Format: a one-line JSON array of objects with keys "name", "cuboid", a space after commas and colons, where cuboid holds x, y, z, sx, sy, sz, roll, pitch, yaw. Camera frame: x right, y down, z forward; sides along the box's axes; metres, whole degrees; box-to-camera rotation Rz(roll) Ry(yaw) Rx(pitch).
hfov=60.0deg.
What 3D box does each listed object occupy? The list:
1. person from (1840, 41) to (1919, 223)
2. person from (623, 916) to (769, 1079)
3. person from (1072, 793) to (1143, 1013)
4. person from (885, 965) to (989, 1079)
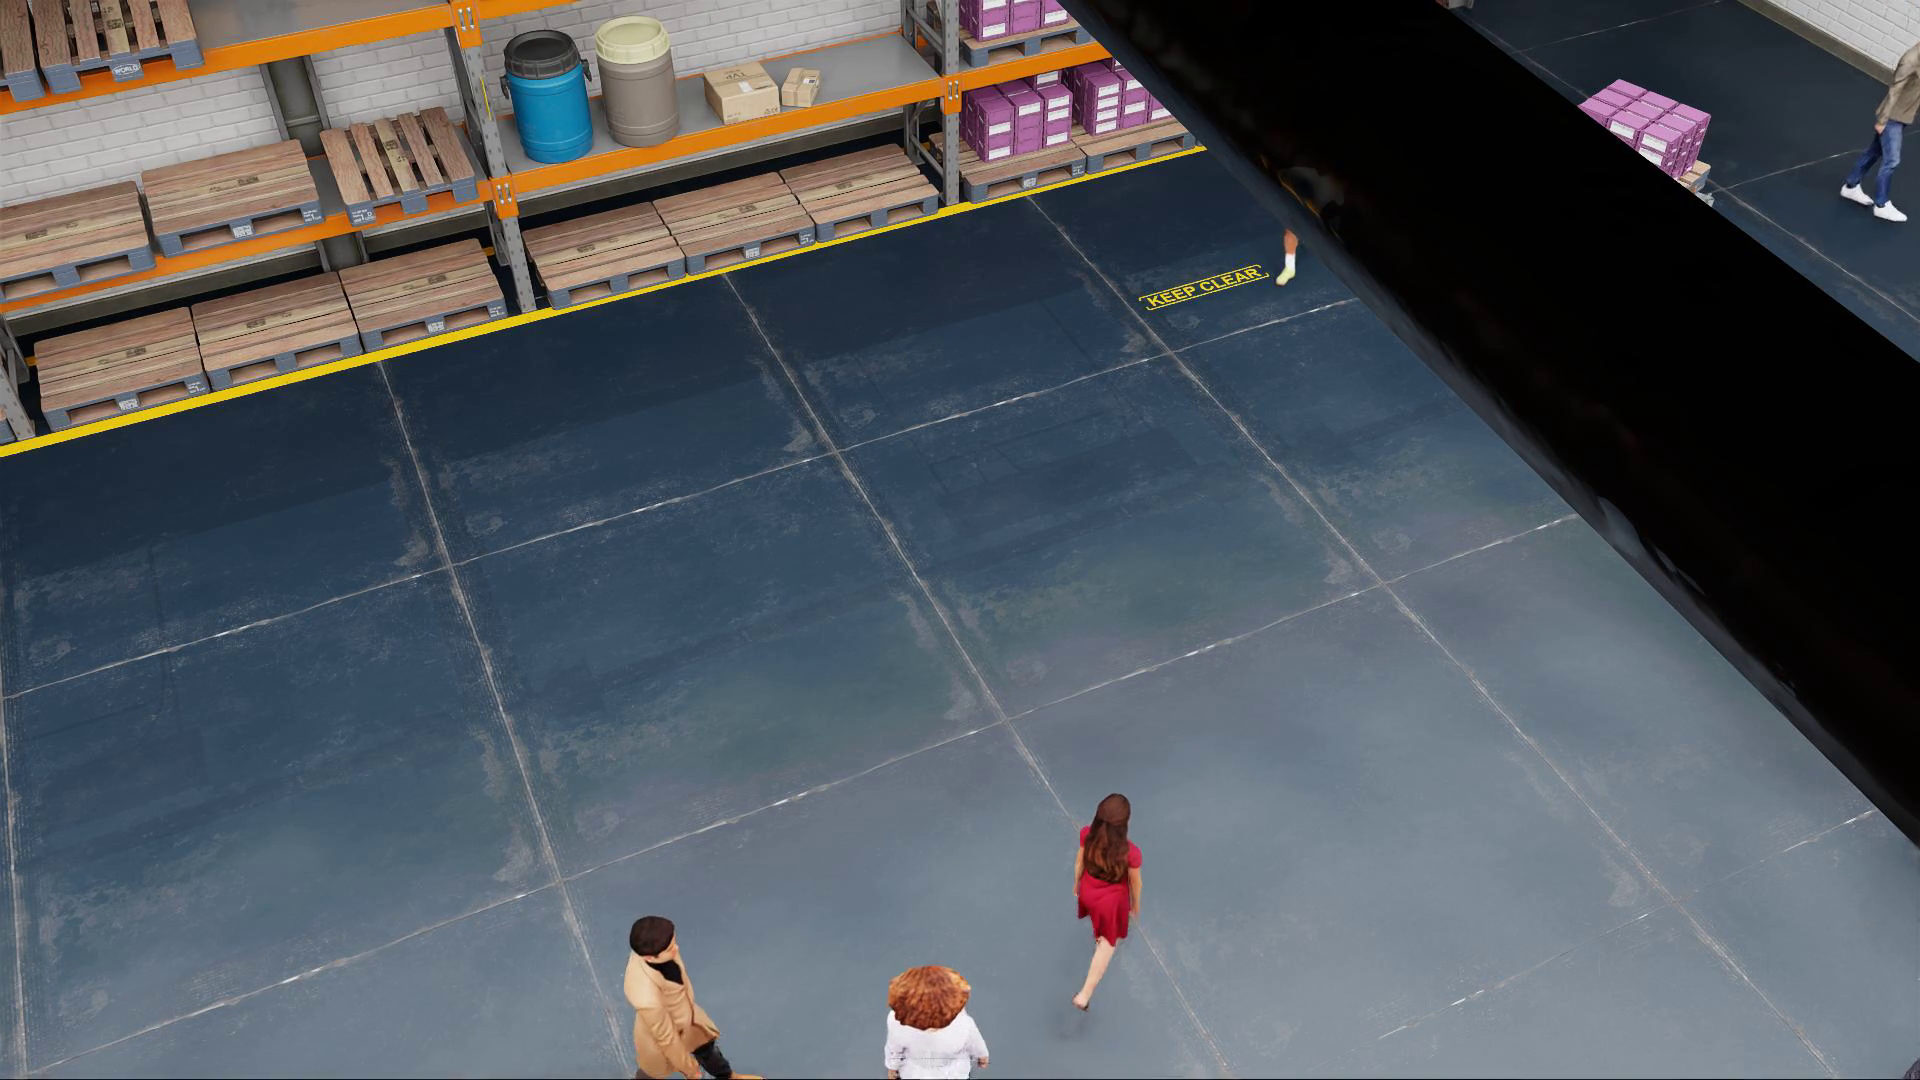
[{"name": "person", "cuboid": [8.326, -3.843, 14.899, 0.946, 1.848, 0.928, -32, 52, -29]}, {"name": "person", "cuboid": [-1.572, 2.434, 8.414, 1.063, 1.705, 0.927, 3, 44, 4]}, {"name": "person", "cuboid": [0.767, 1.959, 9.037, 0.899, 1.533, 1.032, 20, 47, 20]}, {"name": "person", "cuboid": [-0.138, 2.701, 8.157, 1.142, 1.672, 1.174, 12, 45, 12]}]
